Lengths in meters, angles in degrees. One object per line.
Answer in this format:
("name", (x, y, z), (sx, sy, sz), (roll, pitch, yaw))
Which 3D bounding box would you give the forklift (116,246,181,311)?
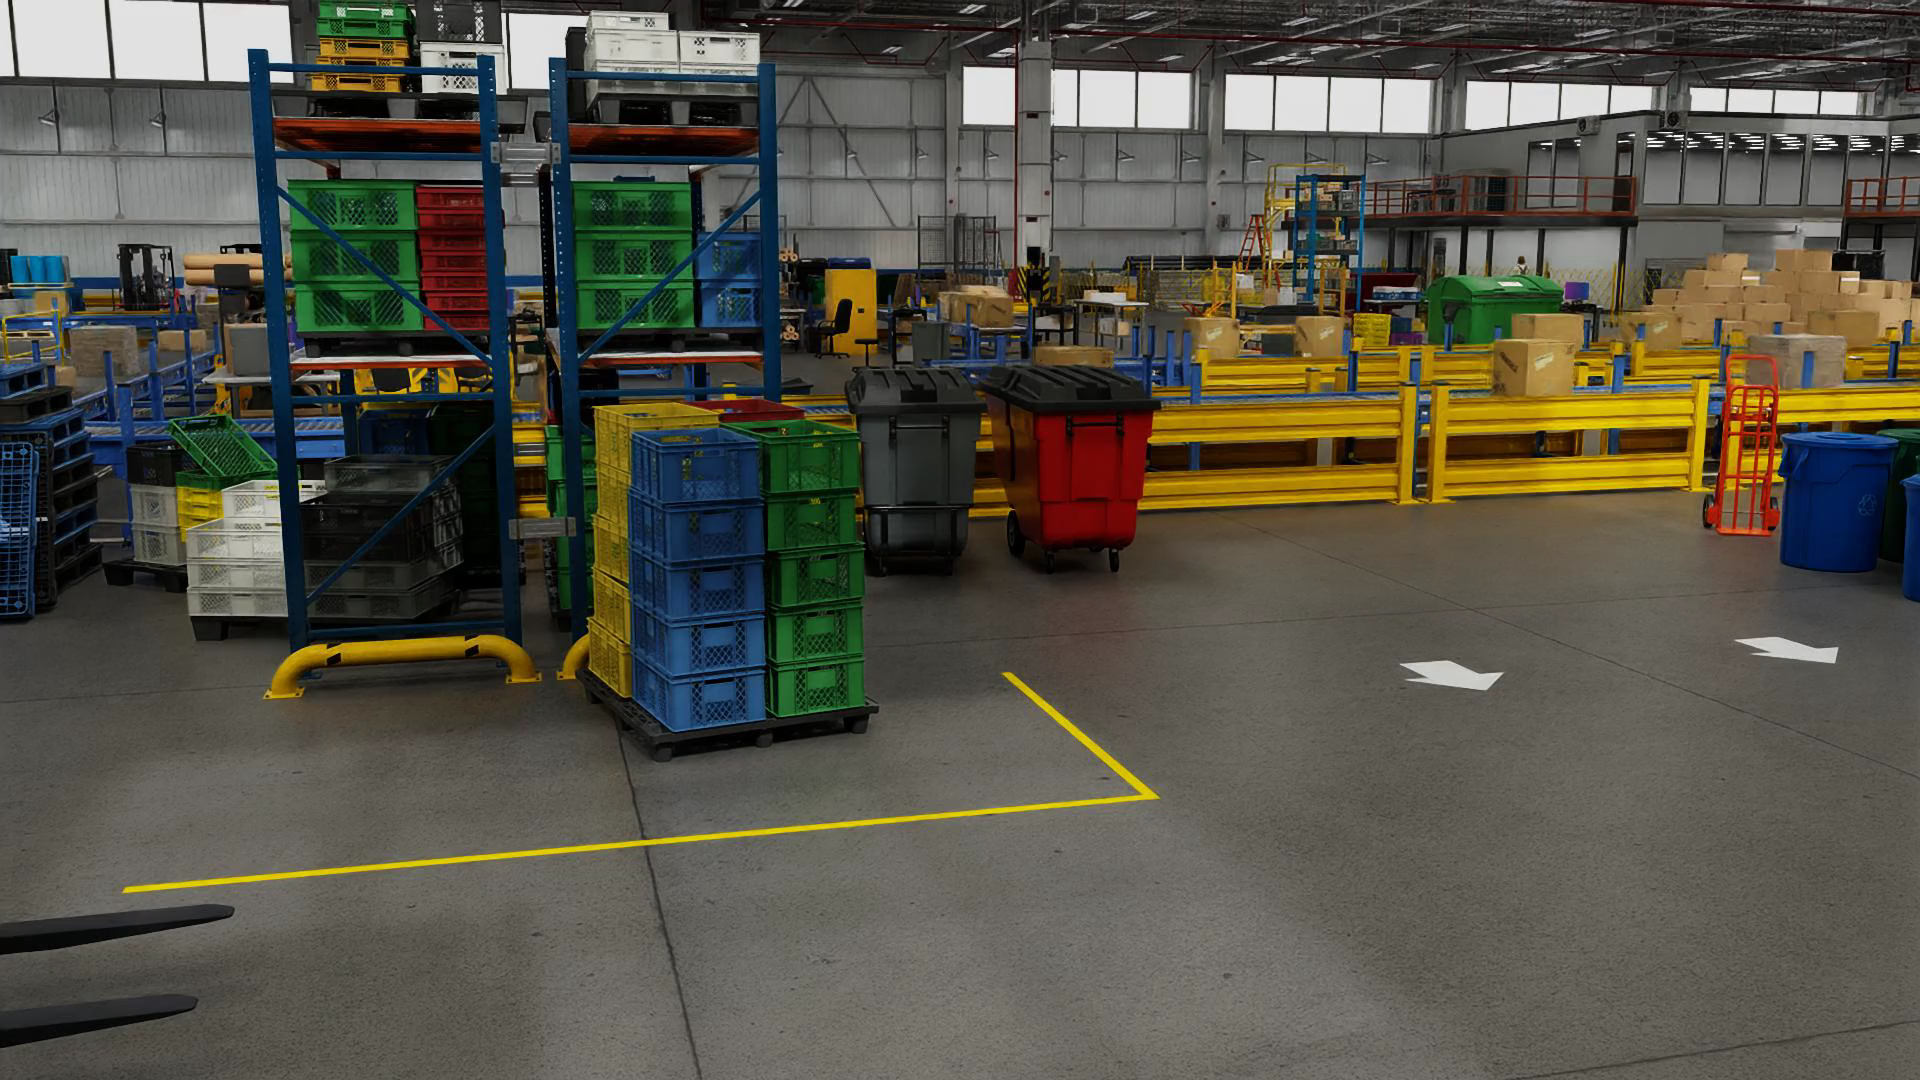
("forklift", (-19.966, -6.232, 40.894), (1.157, 1.987, 2.680), (-3, 10, -15))

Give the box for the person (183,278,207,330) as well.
("person", (-15.613, -4.804, 33.922), (0.646, 1.904, 0.401), (8, 13, 37))

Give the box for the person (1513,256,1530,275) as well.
("person", (16.705, -7.537, 49.574), (0.506, 1.842, 0.342), (-1, 10, -3))

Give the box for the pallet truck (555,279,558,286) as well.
("pallet truck", (-10.604, -6.375, 44.520), (0.653, 1.274, 1.630), (-3, 10, -15))

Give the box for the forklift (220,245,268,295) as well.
("forklift", (-17.749, -6.334, 41.440), (1.157, 1.987, 2.680), (-3, 10, -17))
